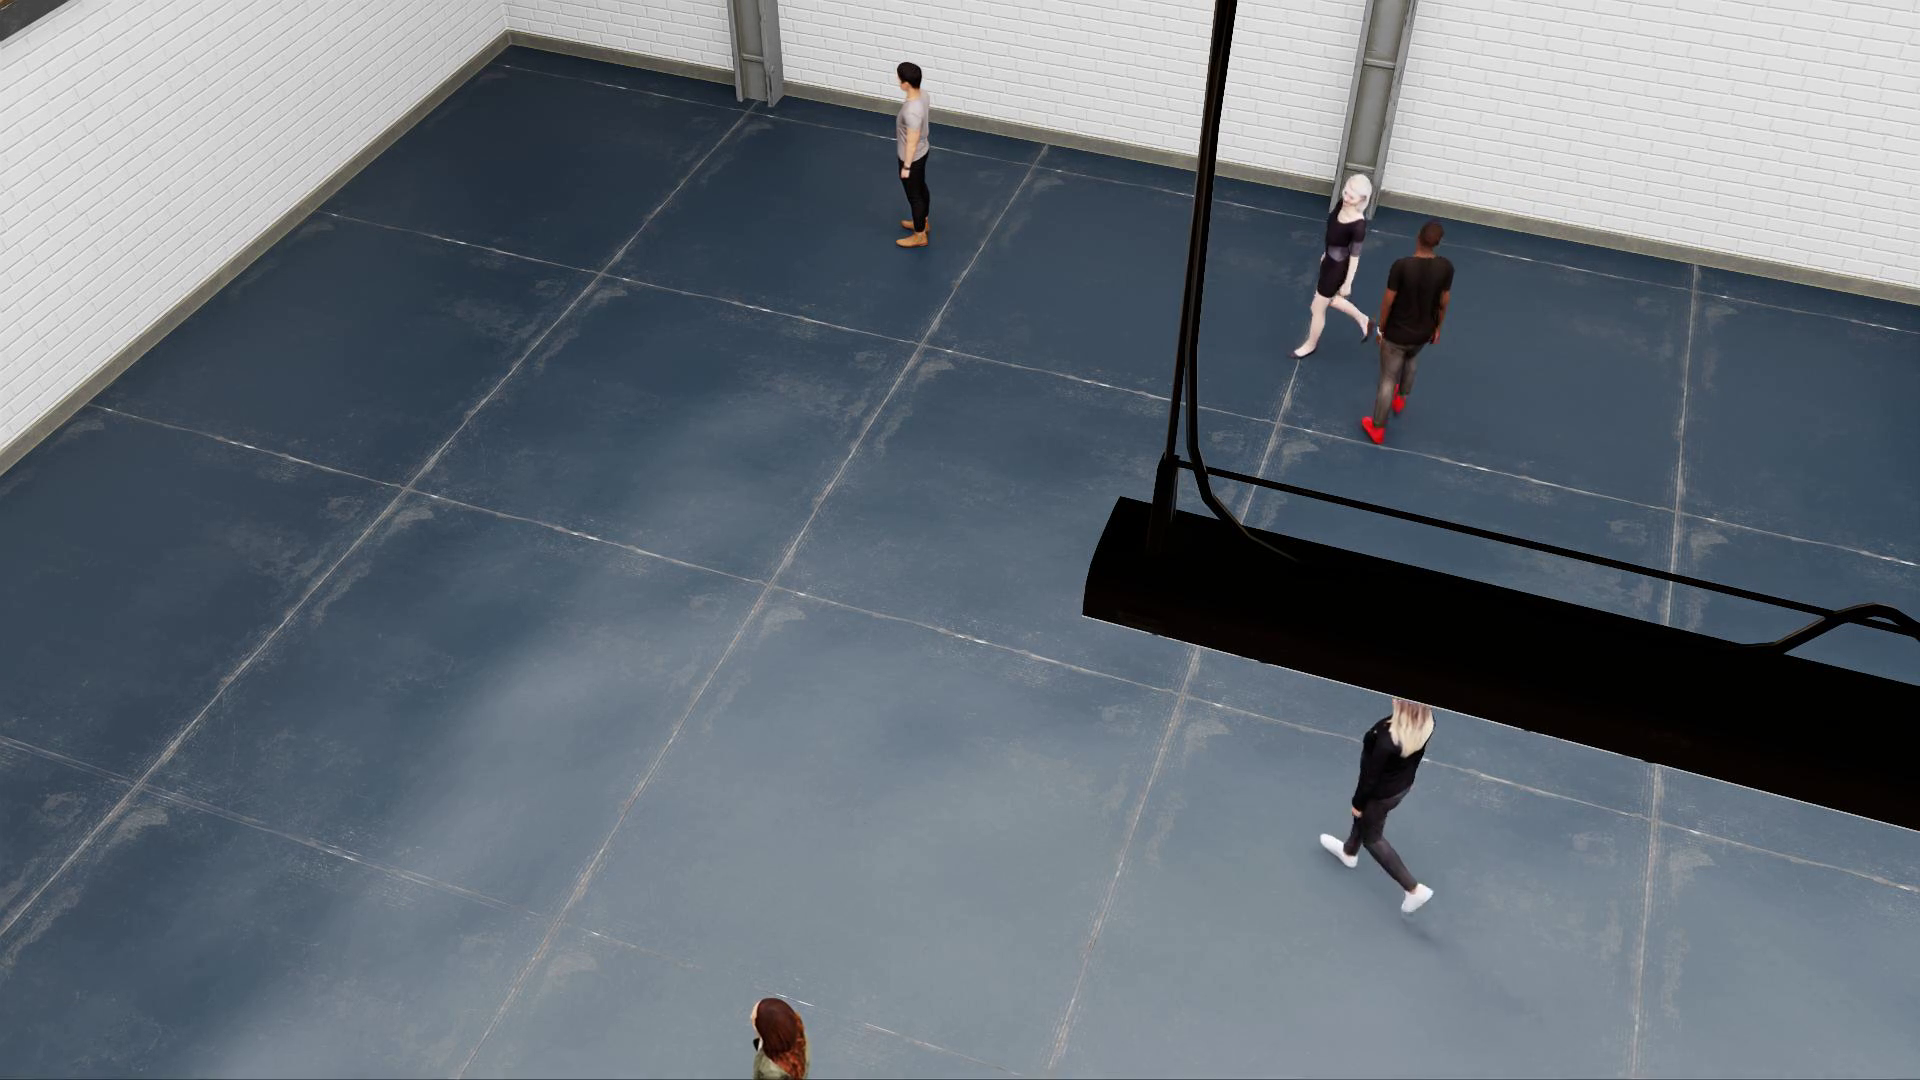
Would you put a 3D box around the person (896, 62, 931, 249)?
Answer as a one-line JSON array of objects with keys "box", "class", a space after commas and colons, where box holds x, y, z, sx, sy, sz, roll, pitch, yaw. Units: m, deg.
[{"box": [-0.395, -3.335, 14.363, 0.572, 1.712, 0.637, 7, 44, 8], "class": "person"}]

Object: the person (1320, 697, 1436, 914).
[{"box": [2.449, 1.461, 9.364, 0.915, 1.661, 1.105, -31, 51, -28], "class": "person"}]

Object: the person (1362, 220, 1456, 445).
[{"box": [3.369, -1.513, 12.404, 0.916, 1.774, 0.927, -11, 45, -11], "class": "person"}]

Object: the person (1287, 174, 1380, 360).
[{"box": [3.028, -2.102, 13.008, 1.058, 1.794, 0.902, -3, 44, -3], "class": "person"}]

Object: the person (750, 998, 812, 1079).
[{"box": [-0.870, 2.694, 8.205, 0.574, 1.475, 0.632, 3, 44, 4], "class": "person"}]
